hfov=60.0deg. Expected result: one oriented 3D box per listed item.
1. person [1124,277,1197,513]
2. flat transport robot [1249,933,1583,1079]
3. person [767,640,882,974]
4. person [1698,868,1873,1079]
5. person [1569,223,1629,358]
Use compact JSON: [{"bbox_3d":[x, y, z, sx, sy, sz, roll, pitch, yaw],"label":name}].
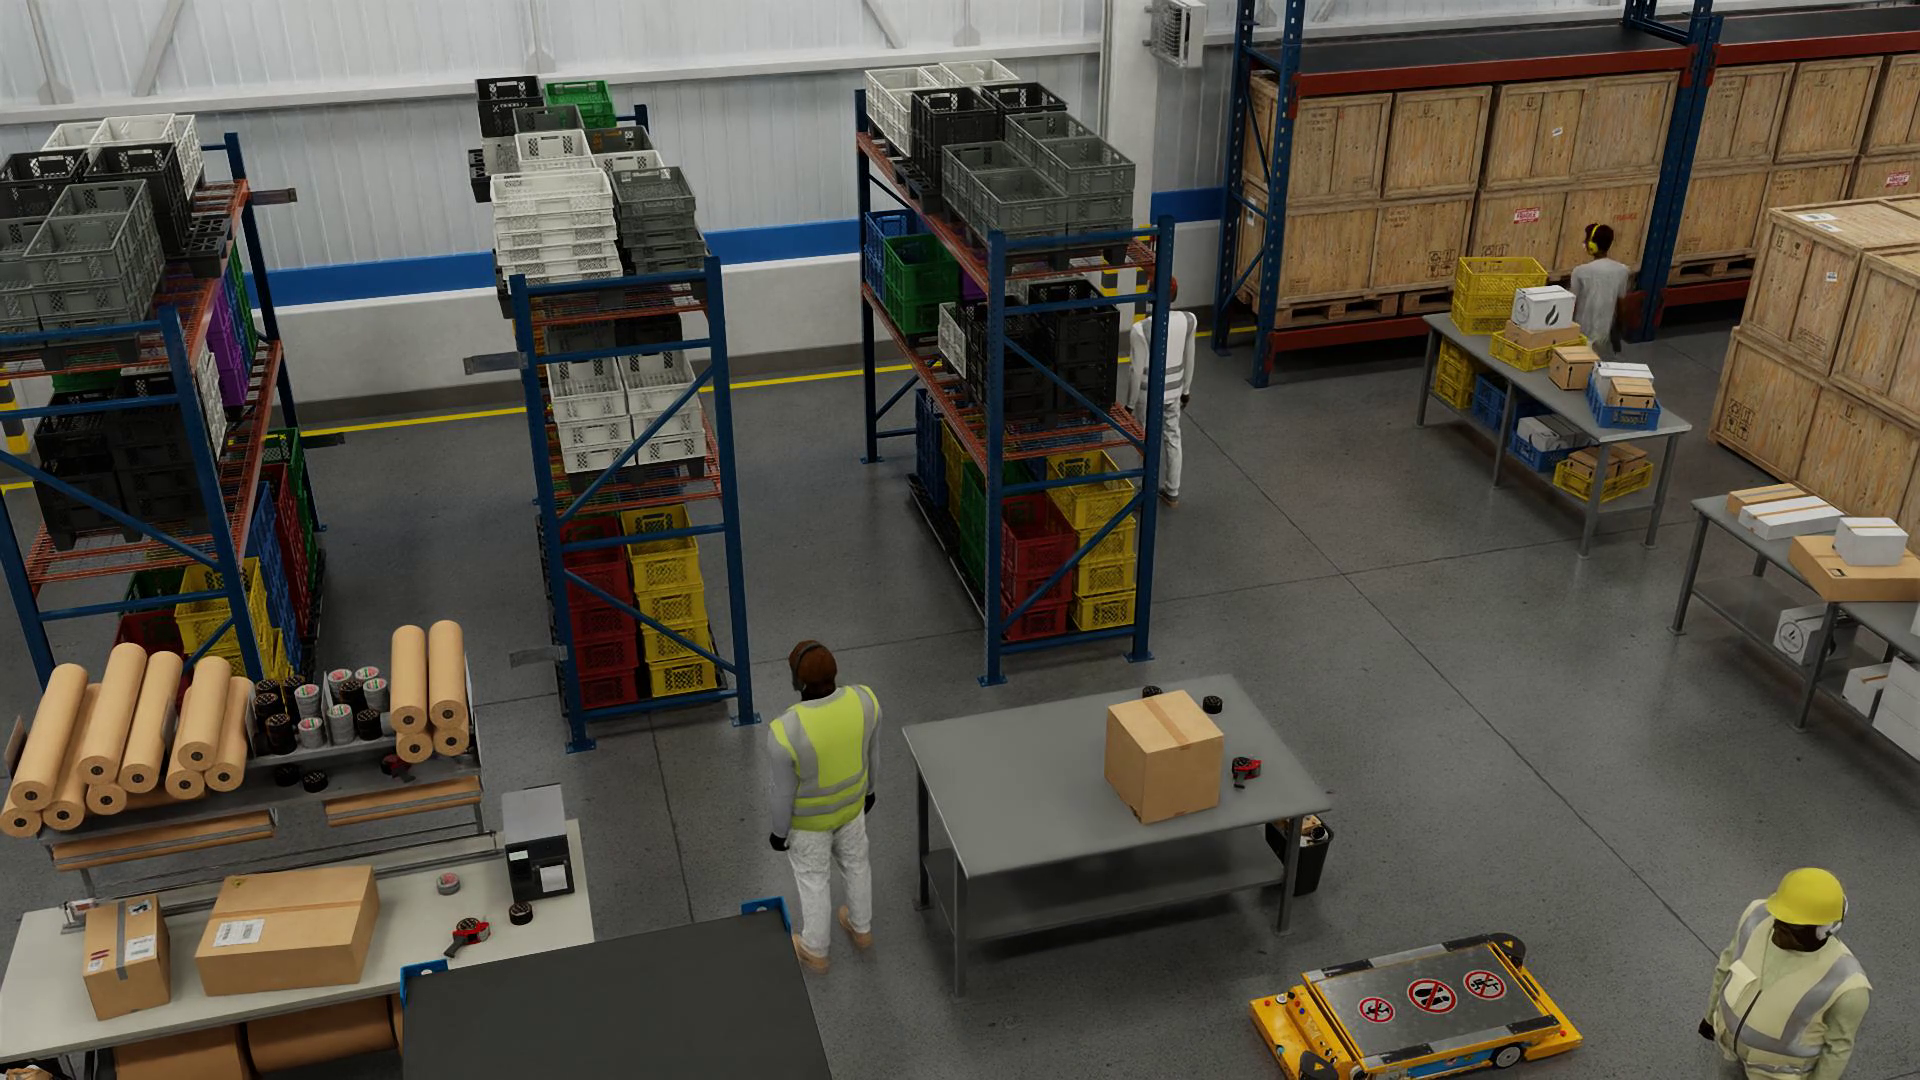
[{"bbox_3d":[1.485,-1.091,12.455,0.582,1.882,0.338,-15,32,-25],"label":"person"},{"bbox_3d":[2.184,2.282,7.980,1.431,0.197,0.652,-8,30,-14],"label":"flat transport robot"},{"bbox_3d":[-0.676,1.298,8.154,0.634,1.839,0.429,-21,35,-34],"label":"person"},{"bbox_3d":[3.265,2.065,6.765,0.404,1.832,0.600,-13,31,-23],"label":"person"},{"bbox_3d":[5.185,-1.680,13.611,0.530,1.815,0.983,-7,30,-12],"label":"person"}]
